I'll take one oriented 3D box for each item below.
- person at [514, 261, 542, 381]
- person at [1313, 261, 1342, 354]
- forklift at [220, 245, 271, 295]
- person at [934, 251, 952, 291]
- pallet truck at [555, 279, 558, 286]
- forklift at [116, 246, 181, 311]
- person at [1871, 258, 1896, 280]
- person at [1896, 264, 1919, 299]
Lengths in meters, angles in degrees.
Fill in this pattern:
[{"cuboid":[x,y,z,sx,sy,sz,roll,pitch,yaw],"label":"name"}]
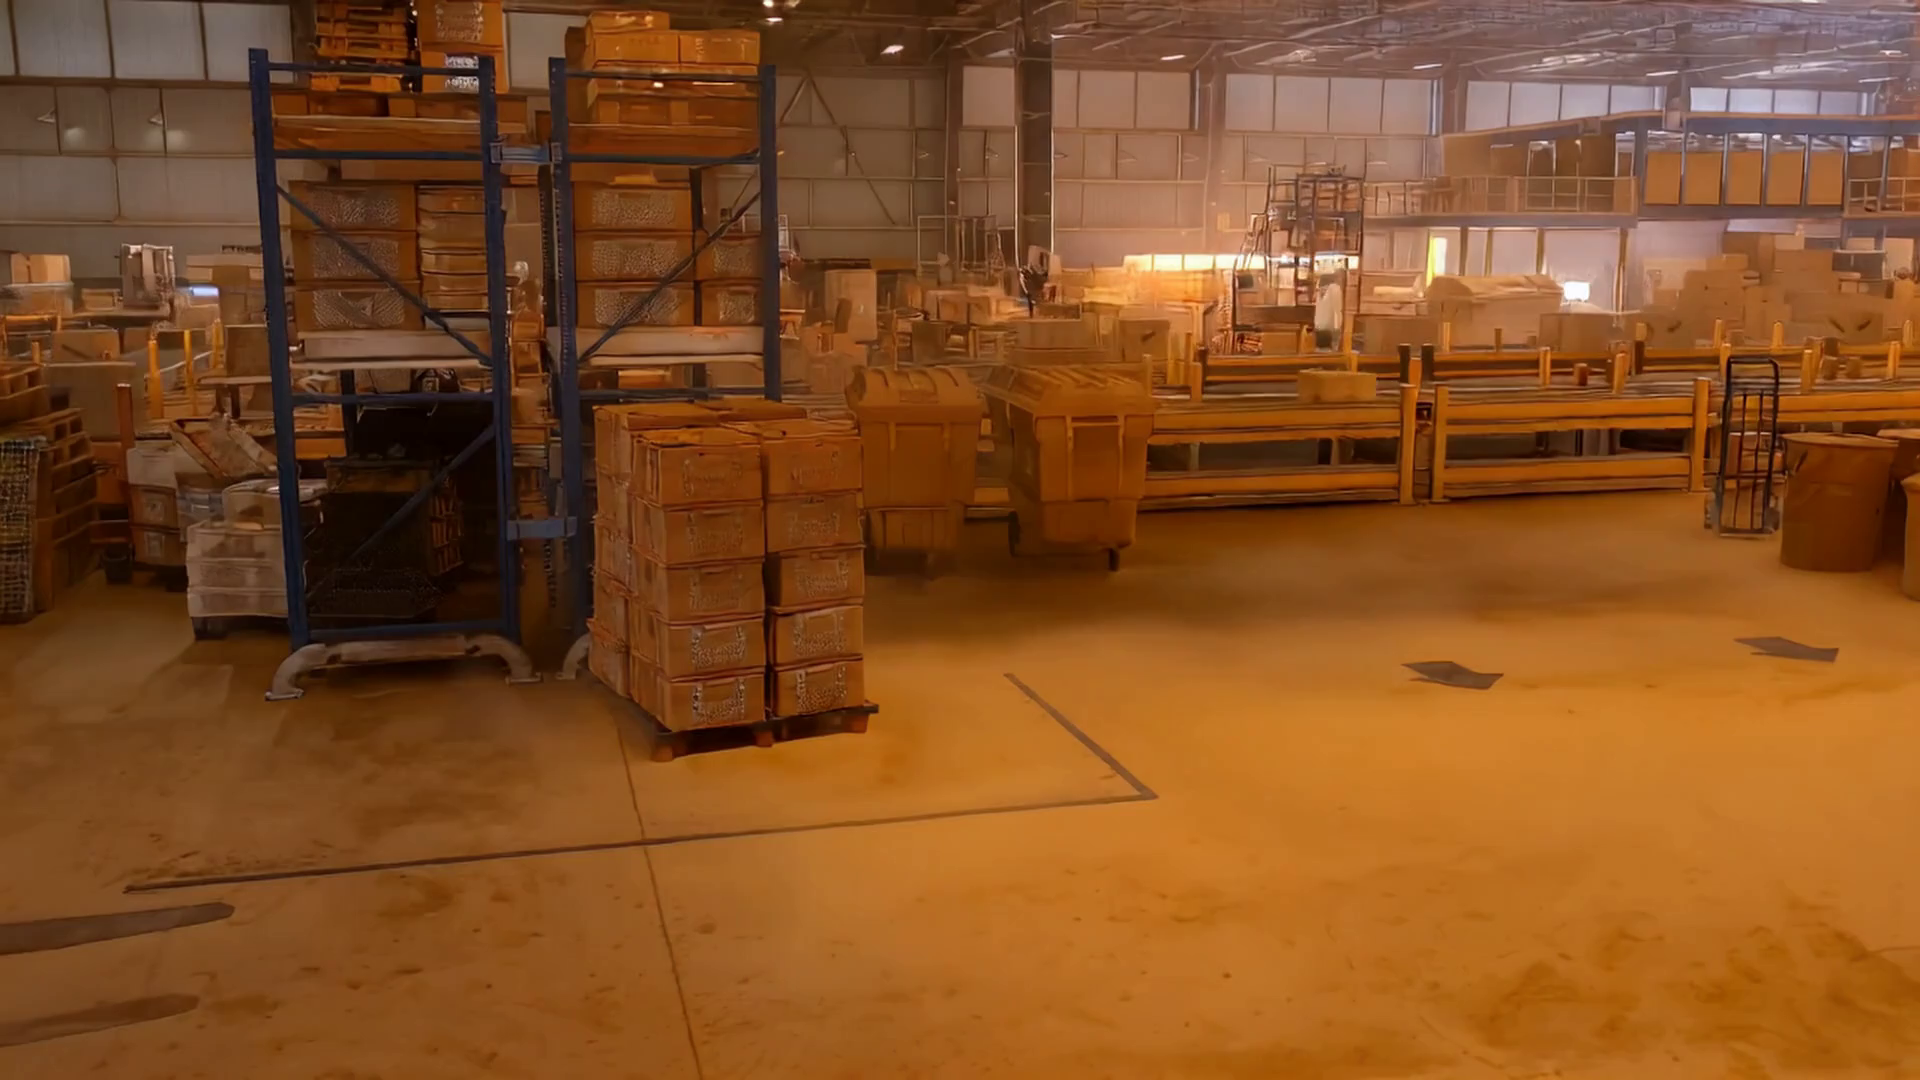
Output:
[{"cuboid":[-6.882,-3.474,26.428,0.396,1.898,0.641,-3,10,-17],"label":"person"},{"cuboid":[5.586,-3.254,25.142,0.826,1.915,0.553,-5,11,-25],"label":"person"},{"cuboid":[-17.749,-6.334,41.440,1.157,1.987,2.680,-3,10,-17],"label":"forklift"},{"cuboid":[-0.476,-5.512,37.610,0.822,2.012,0.615,-1,10,-6],"label":"person"},{"cuboid":[-10.604,-6.375,44.520,0.653,1.274,1.630,-3,10,-15],"label":"pallet truck"},{"cuboid":[-19.966,-6.232,40.894,1.157,1.987,2.680,-3,10,-15],"label":"forklift"},{"cuboid":[22.275,-5.894,40.297,0.997,1.829,0.593,-5,11,-26],"label":"person"},{"cuboid":[15.642,-3.663,27.659,0.598,1.832,0.404,1,10,7],"label":"person"}]
